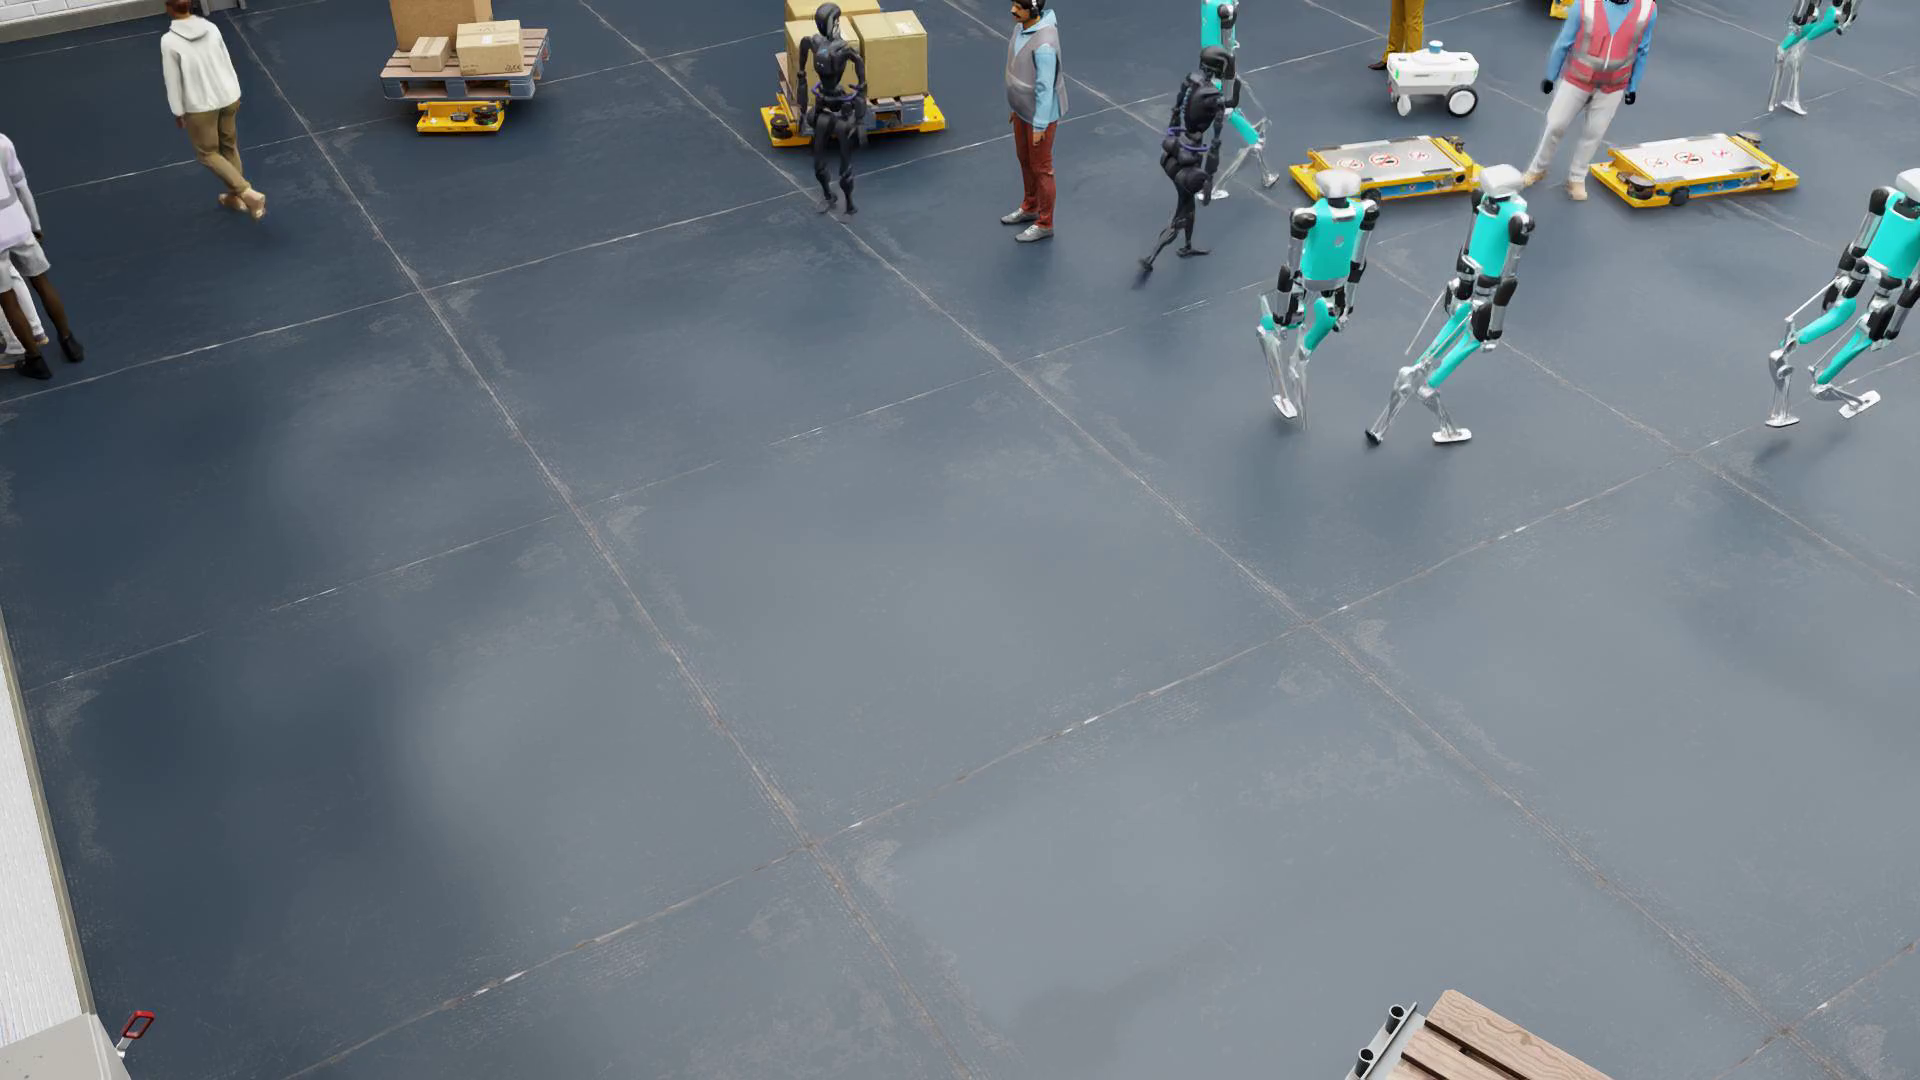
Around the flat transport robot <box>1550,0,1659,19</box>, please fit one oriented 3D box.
[{"bbox_3d":[6.076,-5.308,15.990,0.659,0.231,1.431,13,40,15],"label":"flat transport robot"}]

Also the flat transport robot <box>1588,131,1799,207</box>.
[{"bbox_3d":[5.703,-2.876,12.921,1.431,0.231,0.659,-9,39,-12],"label":"flat transport robot"}]

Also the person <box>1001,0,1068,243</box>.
[{"bbox_3d":[0.532,-3.047,11.853,0.419,1.872,0.527,-15,41,-18],"label":"person"}]

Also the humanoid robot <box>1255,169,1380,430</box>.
[{"bbox_3d":[2.033,-1.441,9.971,0.534,1.842,0.729,-11,40,-13],"label":"humanoid robot"}]

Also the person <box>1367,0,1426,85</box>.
[{"bbox_3d":[3.811,-4.763,14.108,0.341,1.752,0.520,-10,40,-13],"label":"person"}]

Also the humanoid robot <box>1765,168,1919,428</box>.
[{"bbox_3d":[5.213,-1.321,9.770,1.033,1.734,0.551,-16,41,-19],"label":"humanoid robot"}]

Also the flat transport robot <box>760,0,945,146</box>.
[{"bbox_3d":[-0.893,-3.532,13.749,1.431,0.231,0.659,-9,39,-11],"label":"flat transport robot"}]

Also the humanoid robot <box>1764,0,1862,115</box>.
[{"bbox_3d":[6.985,-4.329,13.580,0.534,1.790,0.724,-2,38,-3],"label":"humanoid robot"}]

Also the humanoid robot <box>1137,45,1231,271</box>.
[{"bbox_3d":[1.523,-2.642,11.523,0.666,1.621,0.618,-16,41,-19],"label":"humanoid robot"}]

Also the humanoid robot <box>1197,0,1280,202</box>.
[{"bbox_3d":[2.169,-3.333,12.360,0.871,1.834,0.560,-4,39,-5],"label":"humanoid robot"}]

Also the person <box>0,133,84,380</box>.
[{"bbox_3d":[-6.019,-1.912,10.383,0.442,1.914,0.570,24,44,27],"label":"person"}]

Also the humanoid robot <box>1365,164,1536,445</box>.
[{"bbox_3d":[2.794,-1.266,9.769,0.856,1.855,0.560,-11,40,-13],"label":"humanoid robot"}]

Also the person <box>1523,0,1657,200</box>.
[{"bbox_3d":[4.680,-3.416,12.363,0.726,1.823,0.470,7,39,9],"label":"person"}]

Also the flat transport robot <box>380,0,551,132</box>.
[{"bbox_3d":[-4.135,-3.843,14.141,0.659,0.231,1.431,-1,38,-1],"label":"flat transport robot"}]

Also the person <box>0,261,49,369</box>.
[{"bbox_3d":[-6.236,-1.971,10.490,0.347,1.878,0.577,-4,39,-5],"label":"person"}]

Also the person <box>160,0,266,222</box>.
[{"bbox_3d":[-5.391,-3.119,12.032,0.683,1.747,0.525,25,45,28],"label":"person"}]

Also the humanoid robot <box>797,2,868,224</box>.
[{"bbox_3d":[-0.921,-3.105,12.082,0.596,1.649,0.328,16,41,19],"label":"humanoid robot"}]

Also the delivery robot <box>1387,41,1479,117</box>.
[{"bbox_3d":[3.978,-3.874,13.956,0.774,0.602,0.524,-1,38,-1],"label":"delivery robot"}]

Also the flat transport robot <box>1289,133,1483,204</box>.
[{"bbox_3d":[3.347,-2.855,12.894,1.431,0.231,0.659,-9,39,-11],"label":"flat transport robot"}]
